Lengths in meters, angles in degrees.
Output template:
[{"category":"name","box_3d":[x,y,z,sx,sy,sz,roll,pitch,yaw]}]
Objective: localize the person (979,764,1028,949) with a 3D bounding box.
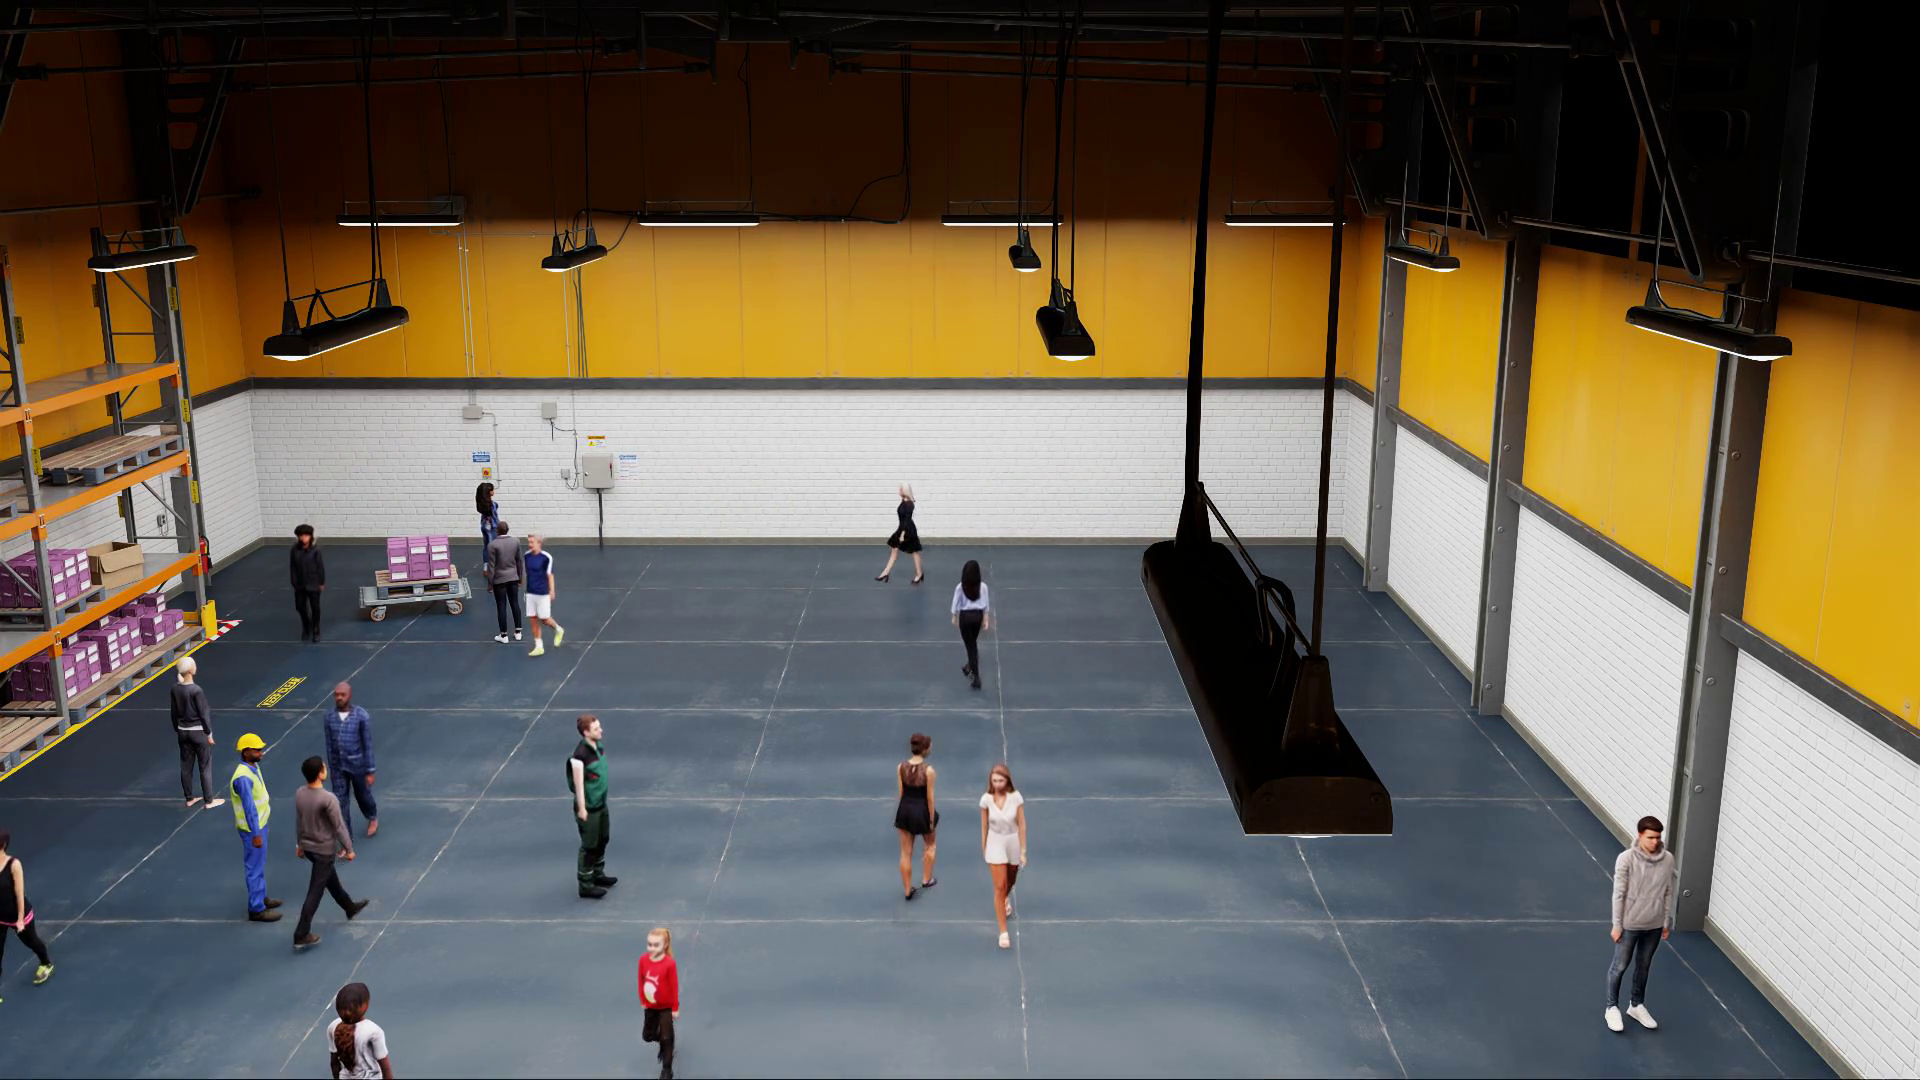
[{"category":"person","box_3d":[0.418,2.847,15.446,0.606,1.653,1.148,-1,14,-4]}]

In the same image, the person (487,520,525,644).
[{"category":"person","box_3d":[-6.653,0.598,24.375,0.805,1.821,0.831,-10,17,-37]}]

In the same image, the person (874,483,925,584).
[{"category":"person","box_3d":[-0.792,-0.085,27.421,0.907,1.714,1.096,-5,14,-19]}]

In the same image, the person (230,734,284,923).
[{"category":"person","box_3d":[-6.684,2.695,15.738,0.786,1.810,0.616,-4,14,-15]}]

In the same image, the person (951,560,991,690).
[{"category":"person","box_3d":[0.175,1.161,22.287,0.891,1.710,1.106,-6,15,-22]}]

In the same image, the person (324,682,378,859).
[{"category":"person","box_3d":[-6.320,2.324,17.321,0.690,1.786,1.146,-1,14,-3]}]

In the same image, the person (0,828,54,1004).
[{"category":"person","box_3d":[-8.126,3.190,14.326,0.631,1.513,1.045,2,14,6]}]

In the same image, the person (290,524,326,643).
[{"category":"person","box_3d":[-9.577,0.613,24.429,0.687,1.766,0.644,-3,14,-12]}]

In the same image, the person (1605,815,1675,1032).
[{"category":"person","box_3d":[5.627,3.147,13.782,0.698,1.853,0.616,-2,14,-9]}]

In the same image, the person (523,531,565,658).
[{"category":"person","box_3d":[-5.974,0.744,23.764,0.834,1.824,0.975,6,15,23]}]

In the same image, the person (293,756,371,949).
[{"category":"person","box_3d":[-5.913,2.875,15.188,1.055,1.719,1.258,5,15,20]}]

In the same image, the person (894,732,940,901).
[{"category":"person","box_3d":[-0.463,2.691,16.064,0.722,1.664,0.809,5,14,18]}]

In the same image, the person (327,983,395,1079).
[{"category":"person","box_3d":[-4.069,3.806,11.344,0.632,1.719,0.590,3,14,12]}]

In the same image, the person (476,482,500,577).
[{"category":"person","box_3d":[-7.928,-0.185,28.034,0.691,1.621,0.749,13,19,43]}]

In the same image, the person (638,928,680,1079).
[{"category":"person","box_3d":[-2.329,3.622,13.055,0.589,1.271,0.748,3,14,14]}]

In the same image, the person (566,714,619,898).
[{"category":"person","box_3d":[-3.596,2.559,16.232,0.738,1.841,0.566,2,14,9]}]

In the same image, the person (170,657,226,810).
[{"category":"person","box_3d":[-8.453,2.108,18.338,0.666,1.726,0.609,4,14,15]}]
